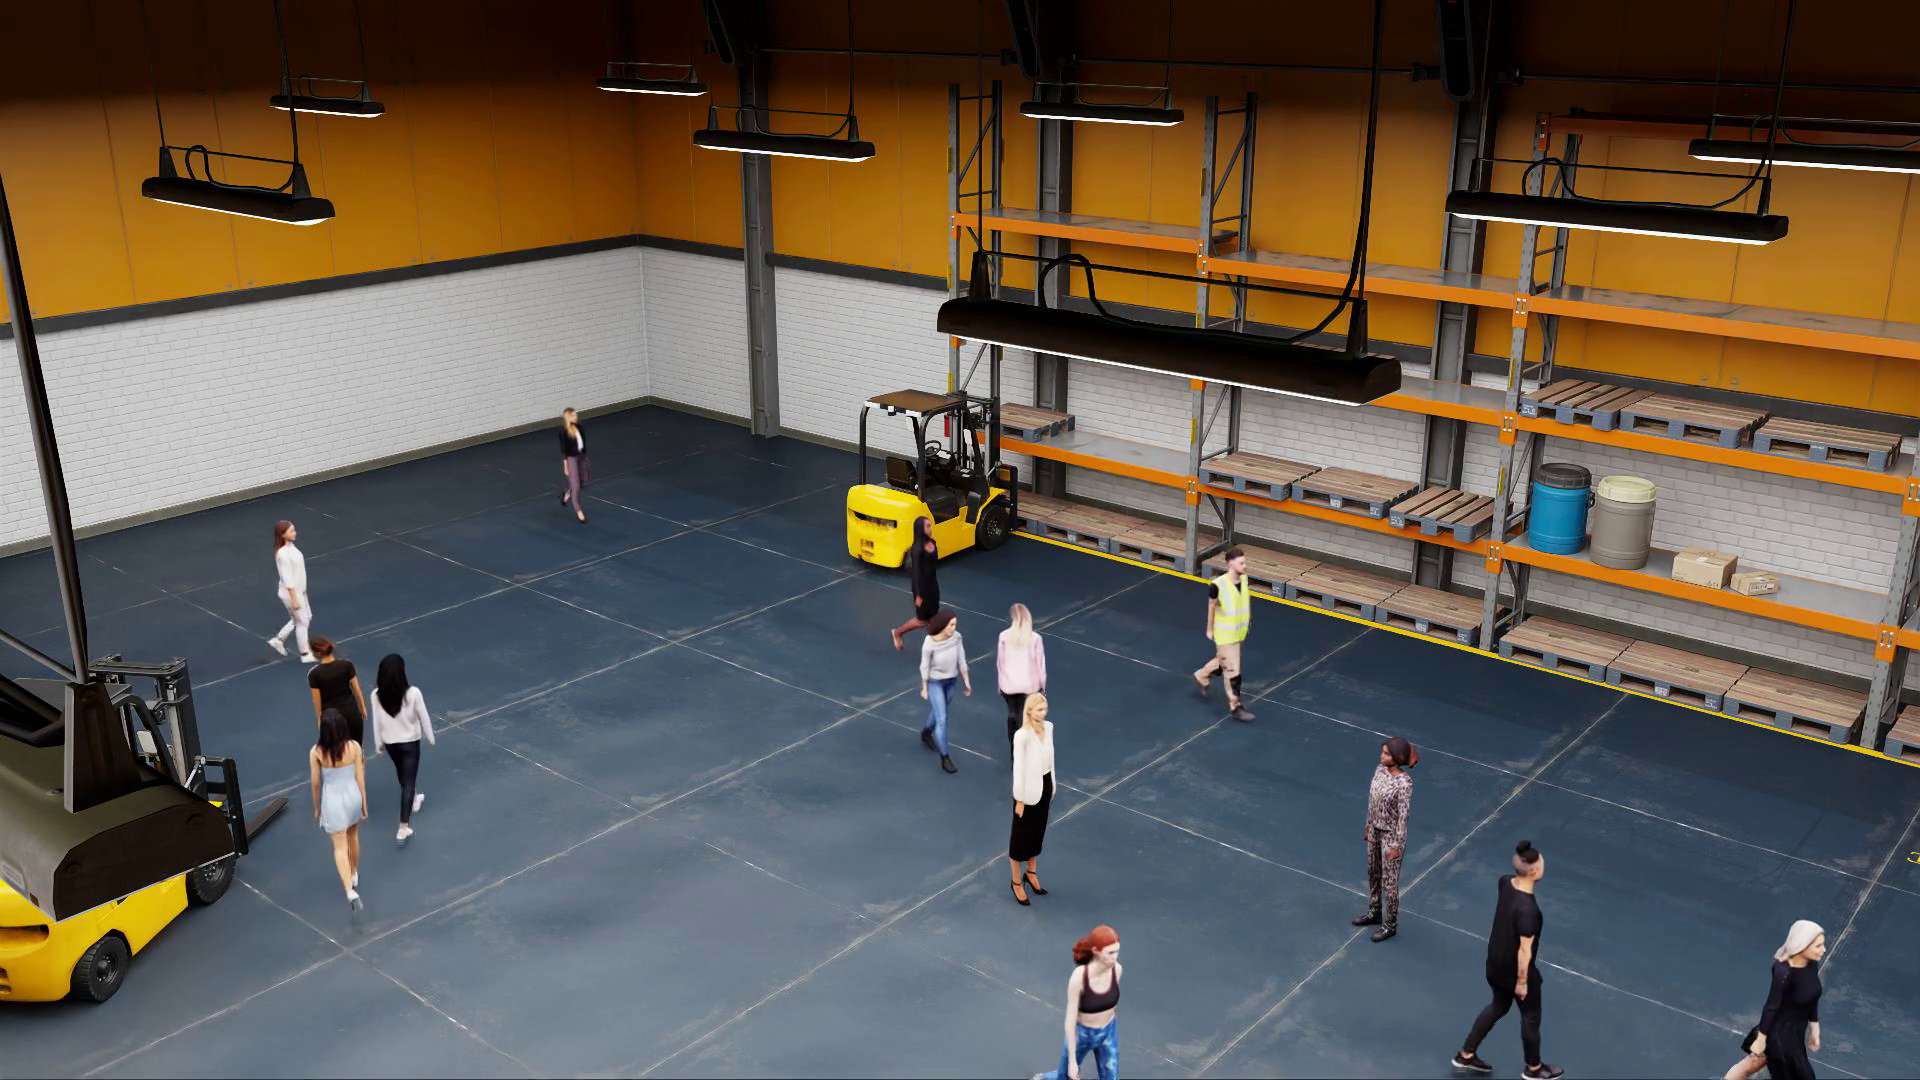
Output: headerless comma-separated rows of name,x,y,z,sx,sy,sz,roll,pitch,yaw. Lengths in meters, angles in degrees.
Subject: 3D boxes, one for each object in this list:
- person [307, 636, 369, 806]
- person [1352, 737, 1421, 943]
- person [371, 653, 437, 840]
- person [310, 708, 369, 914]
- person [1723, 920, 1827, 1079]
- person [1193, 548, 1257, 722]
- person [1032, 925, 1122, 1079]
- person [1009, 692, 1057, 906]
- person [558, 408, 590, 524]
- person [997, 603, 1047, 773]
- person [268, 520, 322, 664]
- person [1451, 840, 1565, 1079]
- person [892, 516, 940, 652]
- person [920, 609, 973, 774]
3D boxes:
person,-5.687,1.685,15.319,0.907,1.618,1.207,-9,21,-25
person,3.386,2.350,13.191,0.735,1.714,0.644,-7,20,-20
person,-4.969,1.850,14.760,1.129,1.661,1.137,0,19,0
person,-5.040,2.221,13.602,0.926,1.697,1.214,-8,20,-23
person,5.210,3.197,10.716,0.688,1.689,1.197,-16,24,-40
person,2.735,0.939,17.226,0.833,1.813,1.221,-15,24,-38
person,0.775,3.206,10.608,0.951,1.740,1.282,-7,20,-20
person,0.601,2.113,13.673,0.504,1.857,0.619,15,24,38
person,-5.480,-1.064,23.418,0.813,1.658,0.647,12,22,32
person,0.558,1.449,15.950,0.734,1.662,0.807,6,19,16
person,-7.478,0.585,18.490,0.903,1.678,0.880,-6,19,-16
person,3.733,2.884,11.400,1.132,1.846,1.059,-1,19,-3
person,-0.463,0.559,18.521,0.953,1.707,0.731,10,21,27
person,-0.224,1.406,16.197,0.729,1.586,1.063,-13,23,-34
